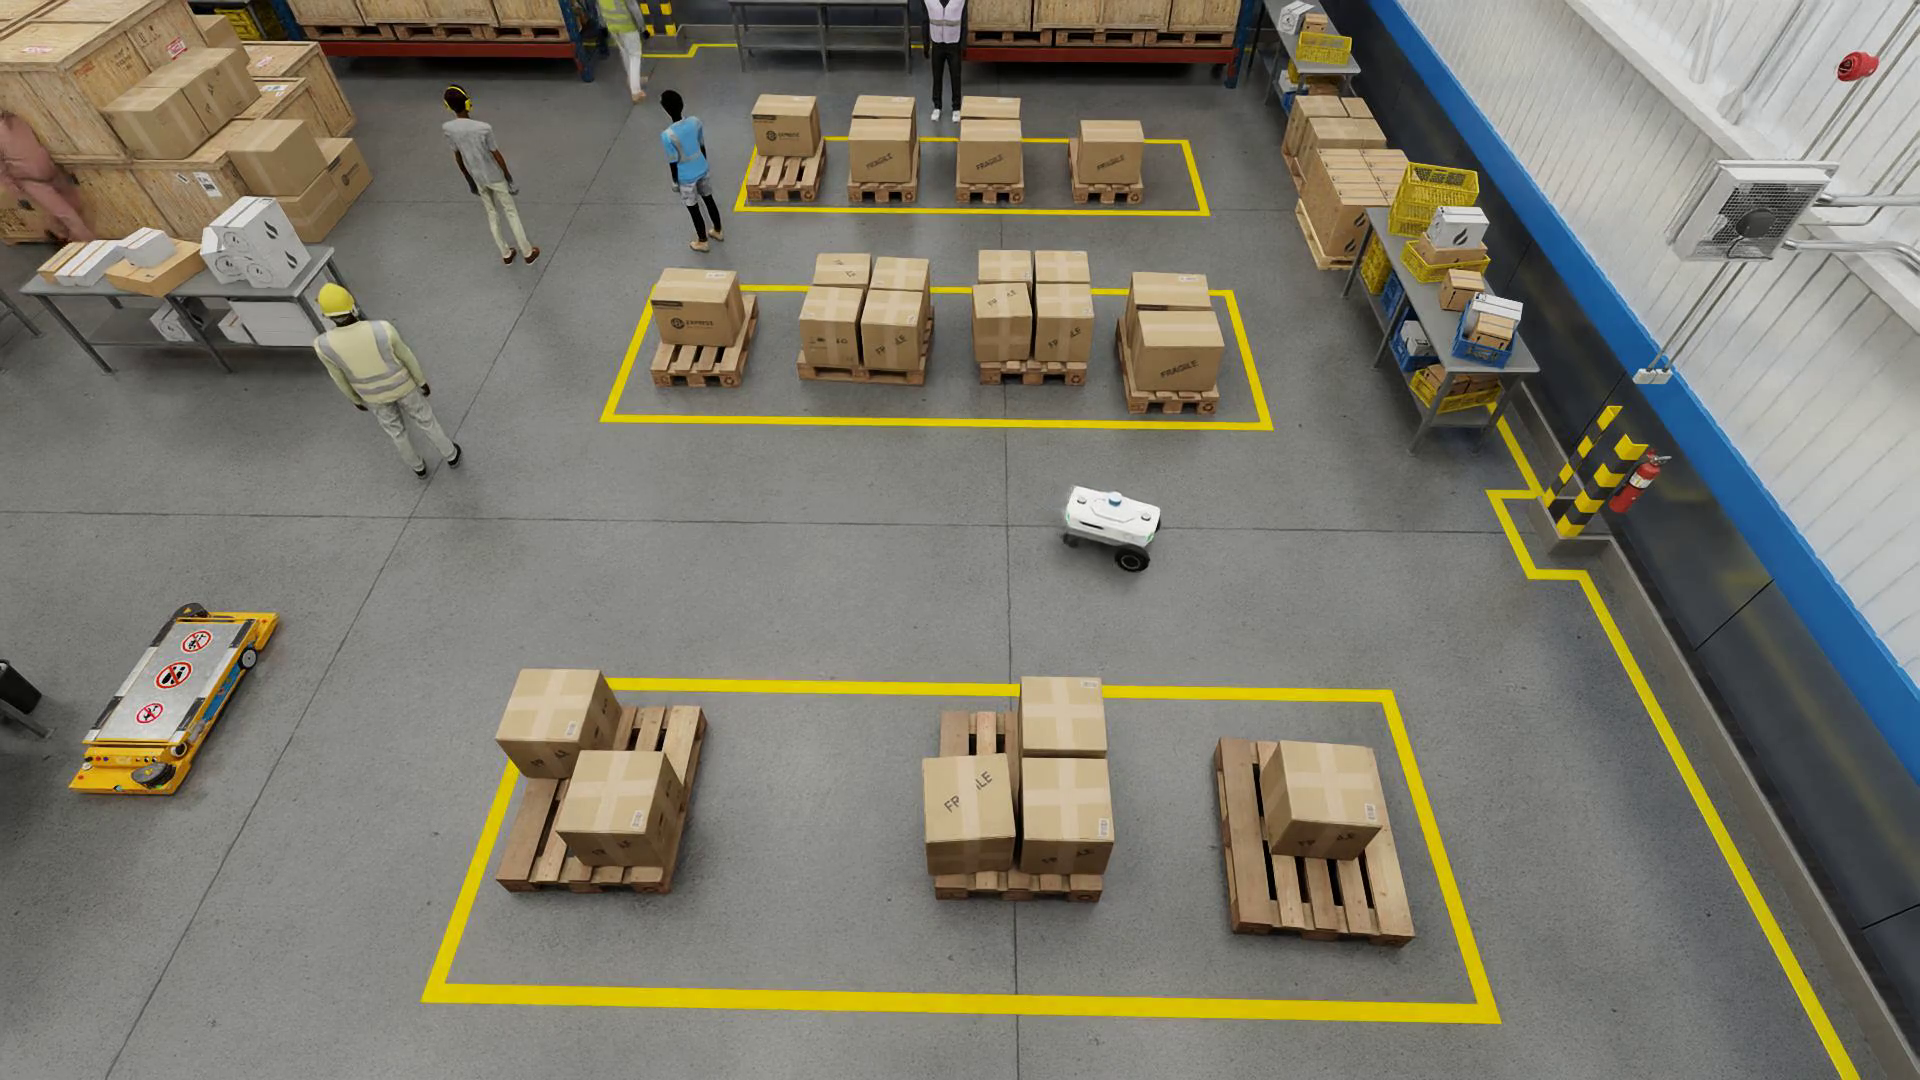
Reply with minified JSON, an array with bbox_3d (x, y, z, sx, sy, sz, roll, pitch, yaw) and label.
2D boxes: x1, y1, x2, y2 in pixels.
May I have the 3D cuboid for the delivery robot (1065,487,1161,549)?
[{"bbox_3d":[1.201,-0.180,7.258,0.707,0.478,0.477,16,52,13],"label":"delivery robot"}]

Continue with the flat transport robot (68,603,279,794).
[{"bbox_3d":[-5.504,1.072,6.442,0.652,0.197,1.431,1,50,1],"label":"flat transport robot"}]

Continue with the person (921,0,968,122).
[{"bbox_3d":[-0.187,-6.321,11.636,0.584,1.911,0.390,3,50,2],"label":"person"}]

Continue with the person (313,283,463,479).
[{"bbox_3d":[-4.624,-1.245,7.386,0.591,1.834,0.404,-20,53,-16],"label":"person"}]

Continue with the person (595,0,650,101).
[{"bbox_3d":[-4.435,-6.811,12.134,0.644,1.797,0.670,21,53,17],"label":"person"}]

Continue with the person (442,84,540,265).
[{"bbox_3d":[-4.863,-3.725,9.472,0.500,1.862,0.327,3,50,2],"label":"person"}]

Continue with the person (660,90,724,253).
[{"bbox_3d":[-2.851,-3.881,9.702,0.320,1.698,0.538,27,55,21],"label":"person"}]

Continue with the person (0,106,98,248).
[{"bbox_3d":[-9.549,-3.720,9.456,0.803,1.881,0.648,3,50,3],"label":"person"}]
